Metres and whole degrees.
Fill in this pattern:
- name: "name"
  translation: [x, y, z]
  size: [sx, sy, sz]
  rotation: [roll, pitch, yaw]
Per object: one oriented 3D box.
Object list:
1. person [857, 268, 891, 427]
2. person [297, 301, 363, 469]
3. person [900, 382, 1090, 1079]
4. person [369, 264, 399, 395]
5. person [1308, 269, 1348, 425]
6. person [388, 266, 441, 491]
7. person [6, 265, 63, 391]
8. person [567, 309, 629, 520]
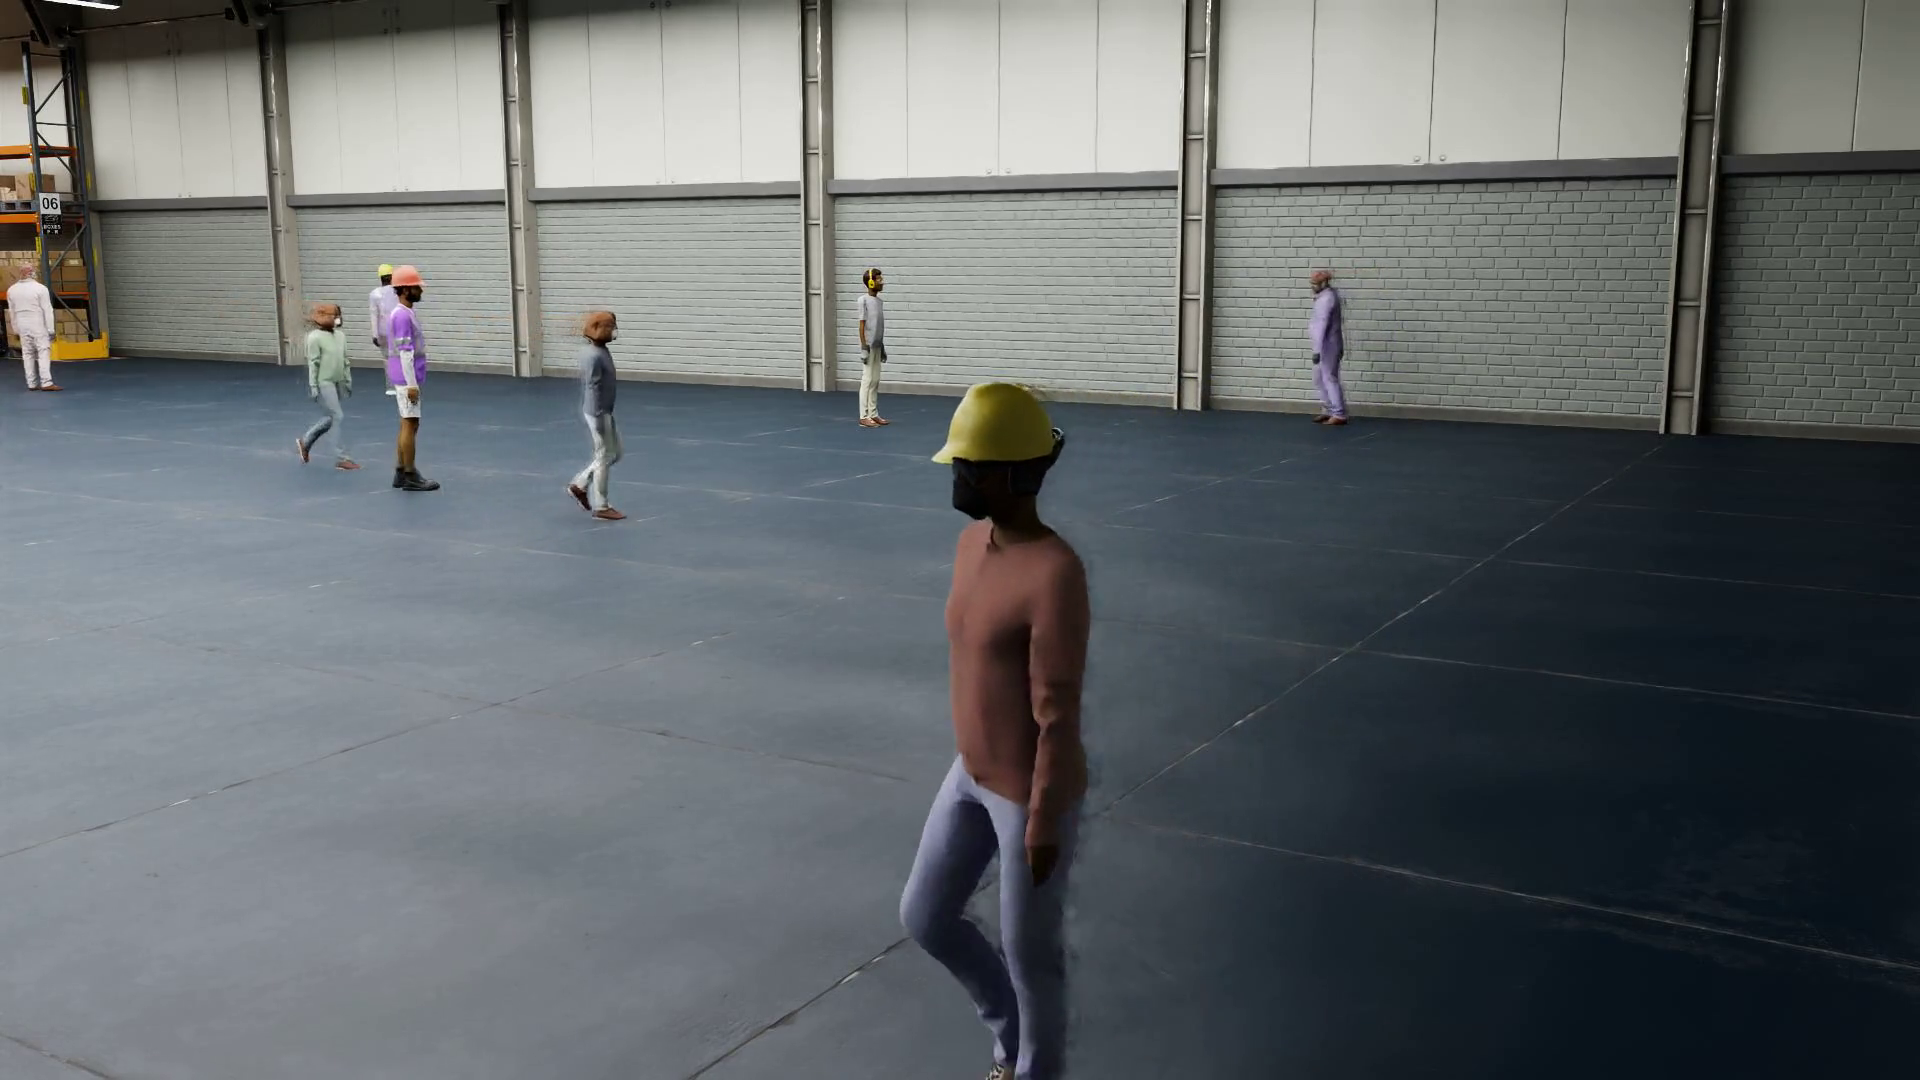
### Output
- name: "person"
  translation: [-1.027, -2.286, 19.808]
  size: [0.324, 1.876, 0.526]
  rotation: [4, 11, 24]
- name: "person"
  translation: [-6.051, -1.473, 15.847]
  size: [0.704, 1.609, 0.501]
  rotation: [3, 10, 16]
- name: "person"
  translation: [0.085, 0.534, 3.621]
  size: [0.364, 1.754, 0.545]
  rotation: [-5, 11, -26]
- name: "person"
  translation: [-8.233, -3.041, 24.114]
  size: [0.612, 1.914, 0.538]
  rotation: [-6, 12, -34]
- name: "person"
  translation: [4.416, -2.298, 19.893]
  size: [0.557, 1.869, 0.663]
  rotation: [2, 10, 13]
- name: "person"
  translation: [-4.769, -1.388, 14.390]
  size: [0.441, 1.935, 0.551]
  rotation: [-4, 10, -20]
- name: "person"
  translation: [-13.879, -3.170, 24.971]
  size: [0.727, 1.890, 0.397]
  rotation: [1, 10, 5]
- name: "person"
  translation: [-2.774, -0.954, 12.742]
  size: [0.410, 1.620, 0.516]
  rotation: [0, 10, -2]
